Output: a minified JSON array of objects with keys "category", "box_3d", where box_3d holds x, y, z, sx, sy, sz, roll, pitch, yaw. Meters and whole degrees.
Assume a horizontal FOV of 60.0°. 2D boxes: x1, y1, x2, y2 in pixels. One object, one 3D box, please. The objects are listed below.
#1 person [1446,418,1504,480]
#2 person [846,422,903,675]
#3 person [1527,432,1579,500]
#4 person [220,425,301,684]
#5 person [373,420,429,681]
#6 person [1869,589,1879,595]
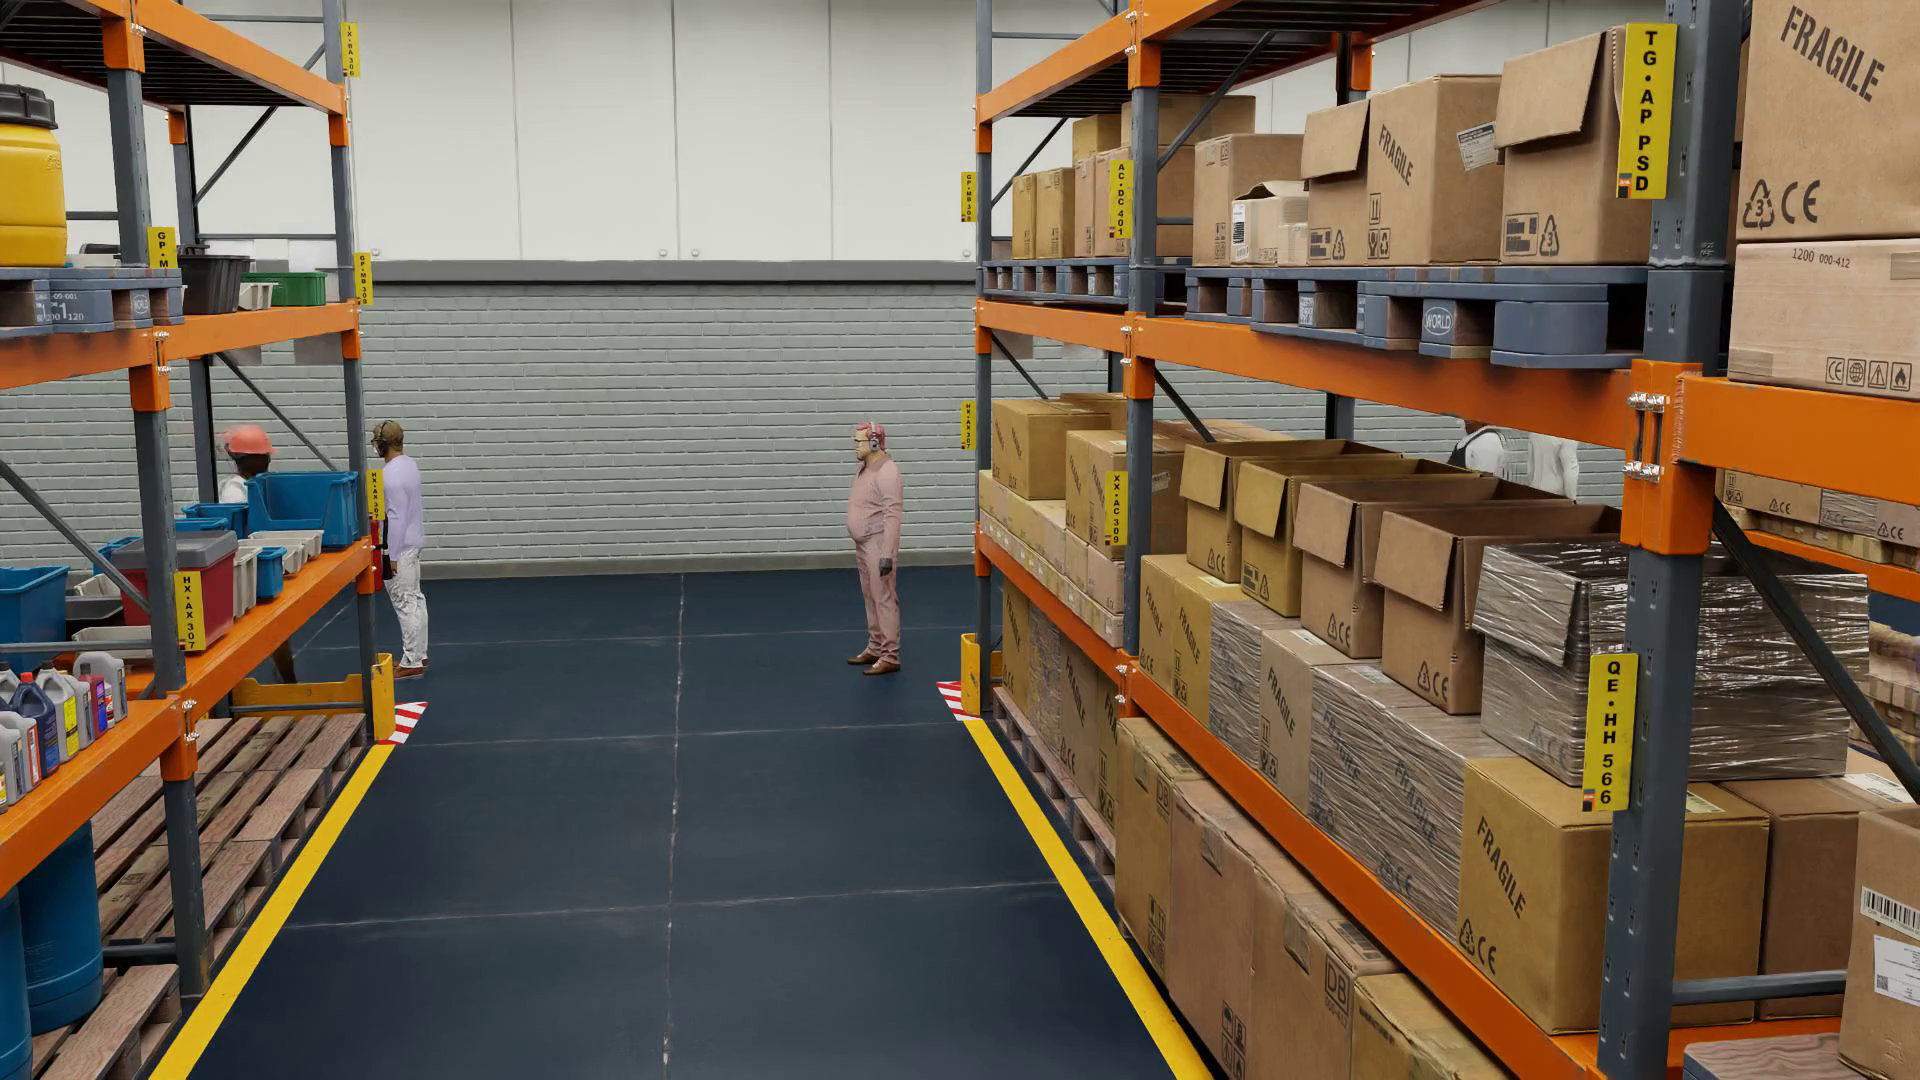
[{"category":"person","box_3d":[4.389,-0.300,14.346,0.536,2.000,0.688,0,9,2]},{"category":"person","box_3d":[-0.660,0.058,12.553,0.402,1.906,0.652,-4,10,-21]},{"category":"person","box_3d":[5.475,-0.412,15.350,0.354,1.937,0.635,-3,10,-15]},{"category":"person","box_3d":[-4.892,0.206,11.355,1.017,2.007,0.620,-2,9,-9]},{"category":"person","box_3d":[-4.156,0.075,12.349,0.352,1.936,0.635,-1,9,-7]},{"category":"person","box_3d":[8.745,-0.399,15.260,0.761,1.943,0.496,2,9,11]}]
